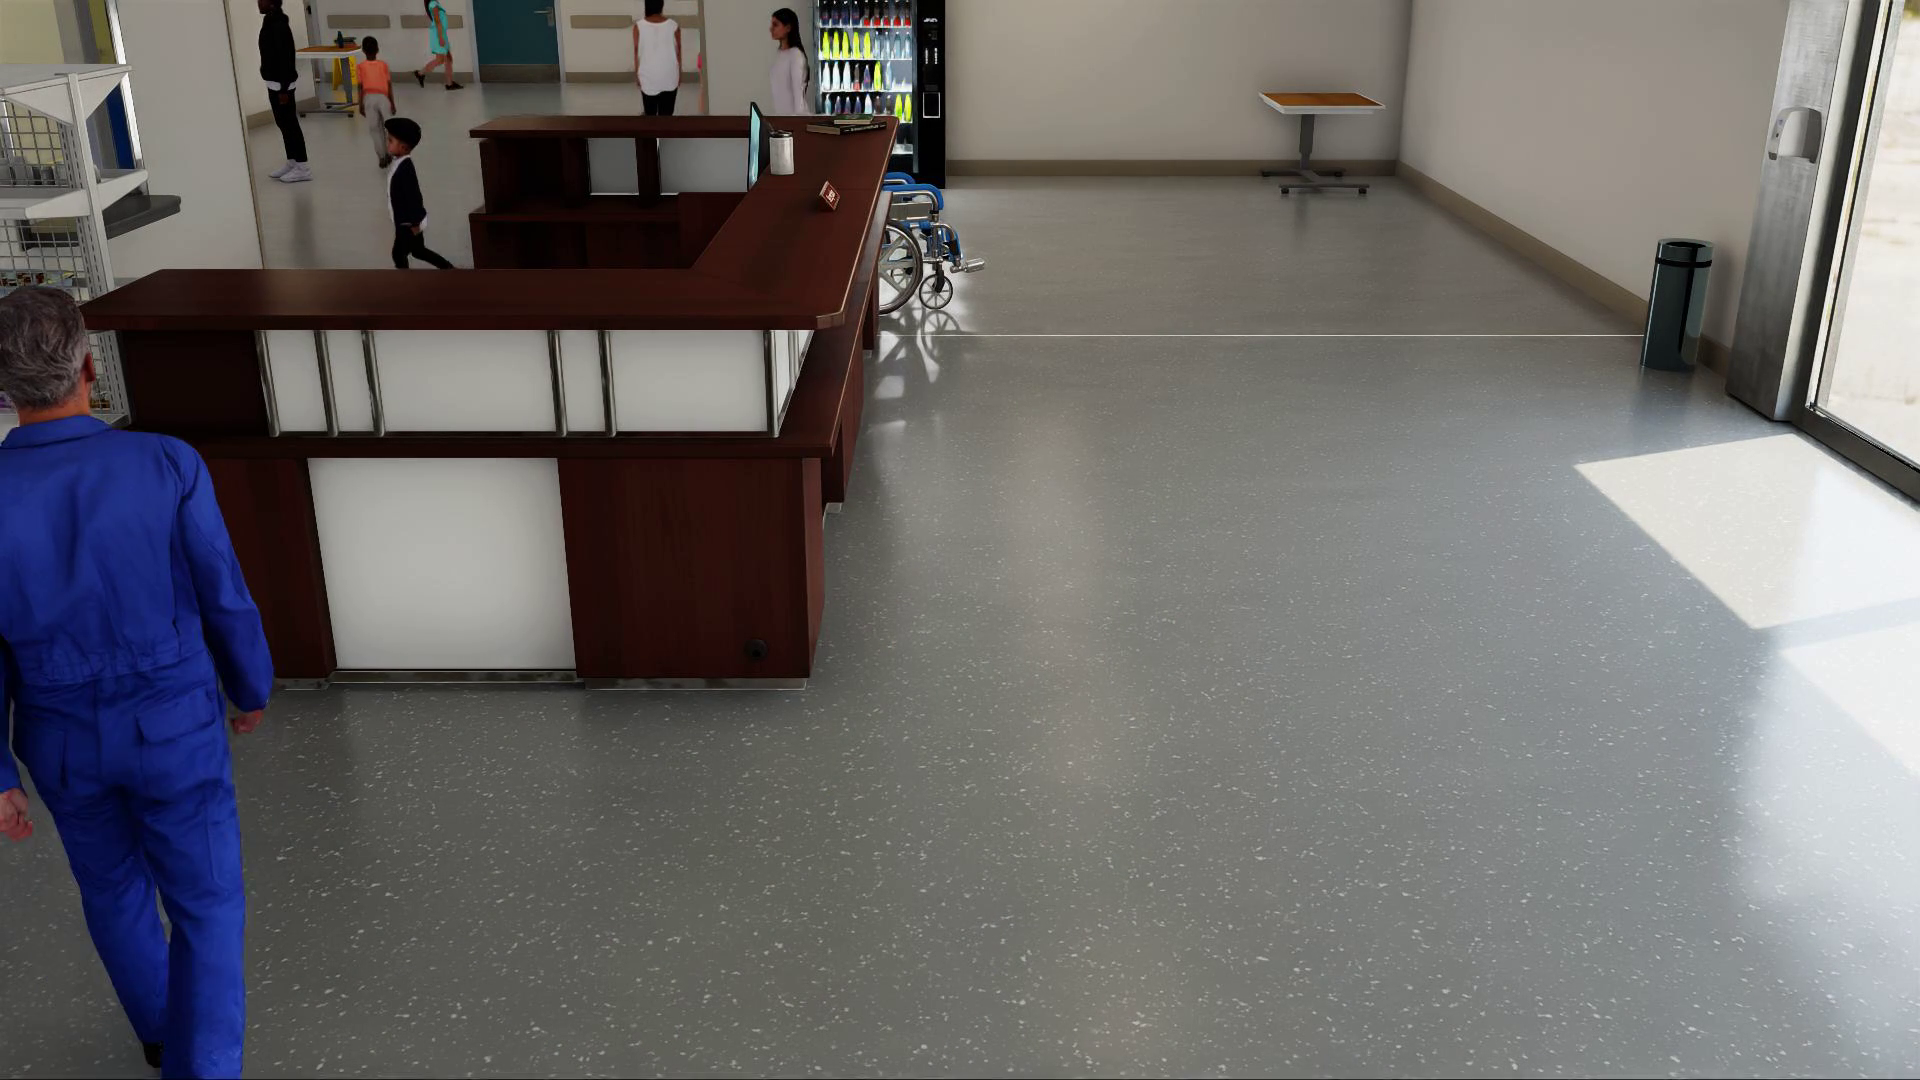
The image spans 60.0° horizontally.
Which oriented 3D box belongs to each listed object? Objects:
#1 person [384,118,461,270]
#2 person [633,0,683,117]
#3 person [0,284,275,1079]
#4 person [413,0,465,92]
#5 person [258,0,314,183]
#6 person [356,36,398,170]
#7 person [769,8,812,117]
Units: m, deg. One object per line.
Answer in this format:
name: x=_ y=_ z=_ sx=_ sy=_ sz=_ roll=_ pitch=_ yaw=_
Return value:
person: x=-3.567 y=-2.145 z=10.914 sx=0.878 sy=1.210 sz=0.654 roll=-7 pitch=22 yaw=-17
person: x=-3.214 y=-4.941 z=17.698 sx=0.703 sy=1.672 sz=0.732 roll=-1 pitch=21 yaw=-4
person: x=-1.660 y=0.446 z=3.305 sx=1.173 sy=1.793 sz=0.989 roll=-6 pitch=22 yaw=-15
person: x=-7.601 y=-7.271 z=24.033 sx=0.980 sy=1.543 sz=0.719 roll=-6 pitch=22 yaw=-16
person: x=-6.556 y=-4.406 z=16.080 sx=0.786 sy=1.818 sz=0.765 roll=-14 pitch=25 yaw=-33
person: x=-5.891 y=-4.406 z=16.820 sx=0.771 sy=1.294 sz=0.734 roll=-8 pitch=22 yaw=-21
person: x=-1.186 y=-3.143 z=12.789 sx=1.065 sy=1.786 sz=0.881 roll=-10 pitch=23 yaw=-25
